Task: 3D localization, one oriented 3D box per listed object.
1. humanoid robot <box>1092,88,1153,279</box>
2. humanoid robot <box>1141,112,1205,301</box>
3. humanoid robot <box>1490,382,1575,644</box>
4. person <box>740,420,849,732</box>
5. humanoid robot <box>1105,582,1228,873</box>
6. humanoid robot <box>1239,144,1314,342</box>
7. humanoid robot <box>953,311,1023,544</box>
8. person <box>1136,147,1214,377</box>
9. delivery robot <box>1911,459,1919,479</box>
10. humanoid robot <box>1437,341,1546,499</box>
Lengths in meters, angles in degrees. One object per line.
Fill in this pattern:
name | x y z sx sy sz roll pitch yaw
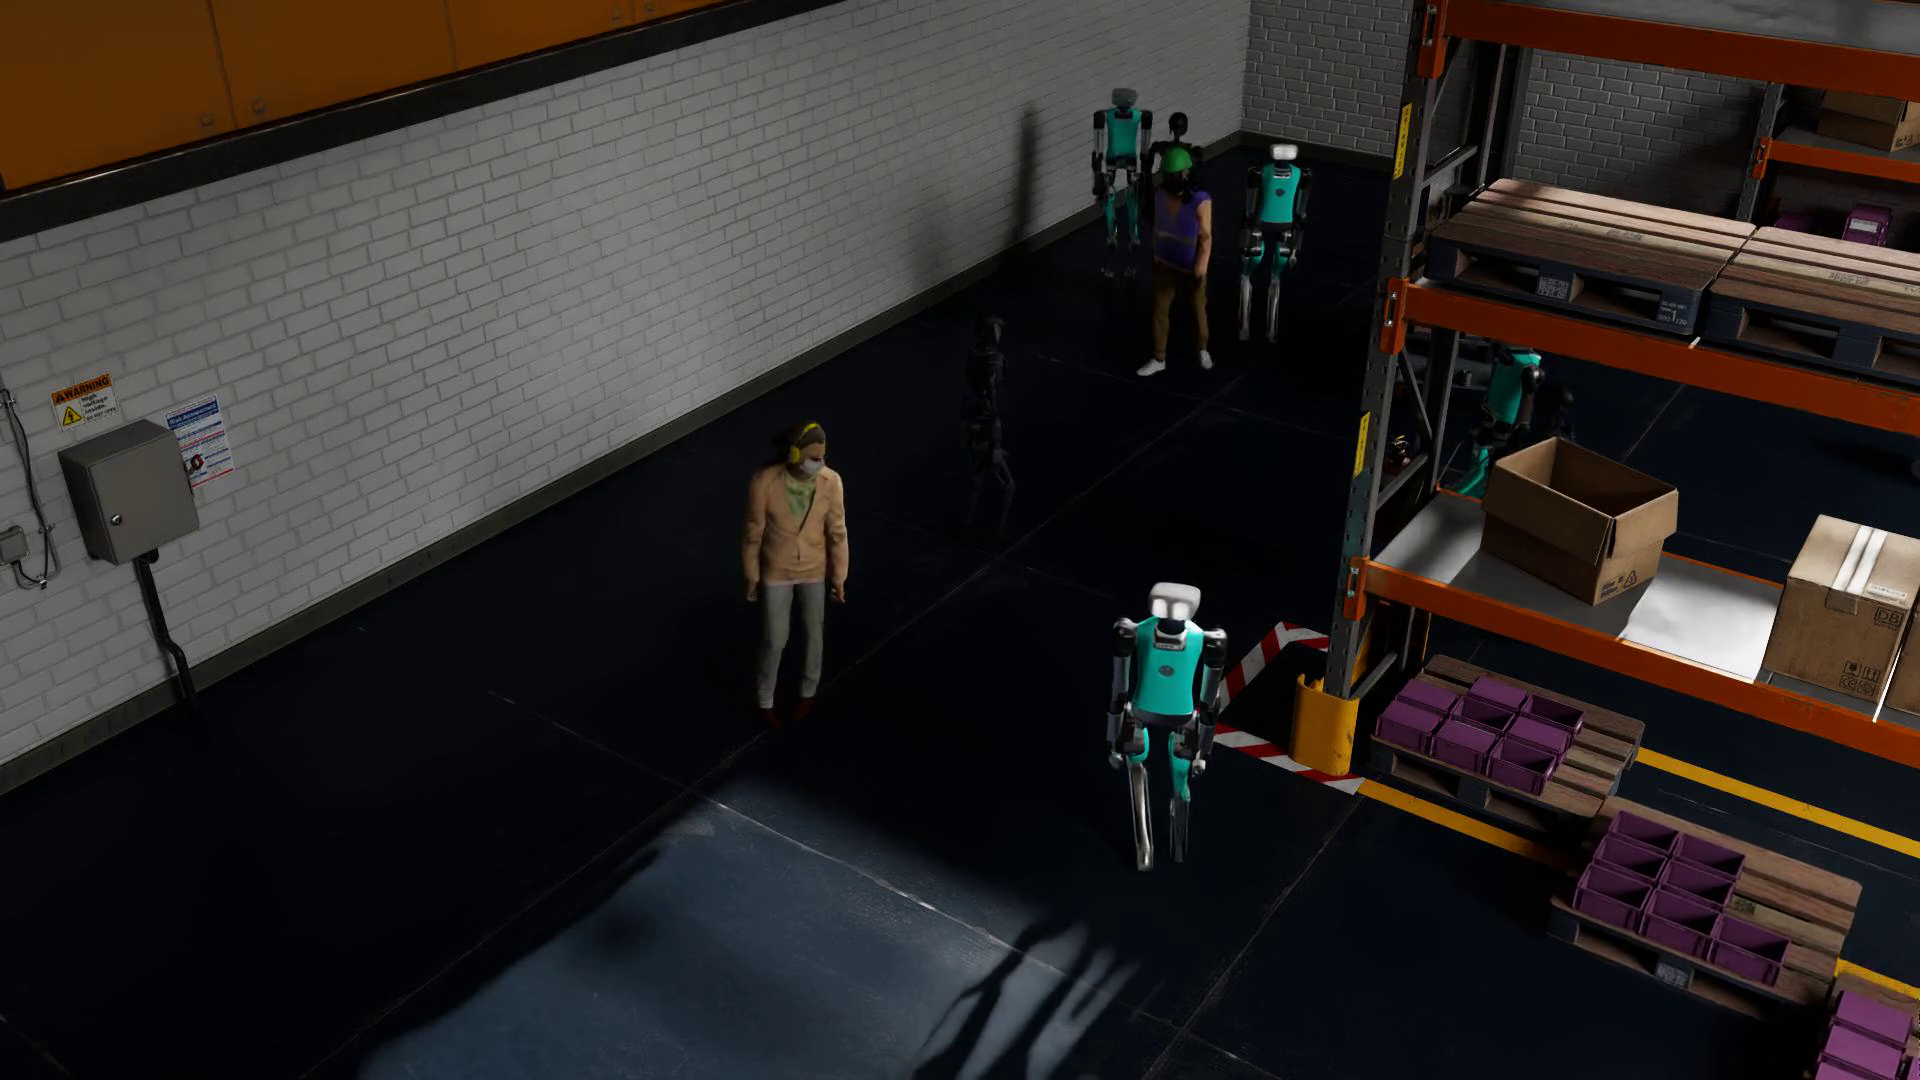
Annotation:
humanoid robot | 1.445 -3.130 14.867 0.533 1.677 0.735 1 30 1
humanoid robot | 1.880 -2.944 14.762 0.584 1.676 0.402 11 32 18
humanoid robot | 3.443 -0.161 9.913 0.352 1.651 0.592 16 34 26
person | -0.906 0.188 9.146 0.595 1.865 0.445 -10 31 -16
humanoid robot | 0.975 0.931 8.064 0.541 1.893 0.728 5 30 8
humanoid robot | 2.578 -2.498 13.895 0.545 1.775 0.690 1 30 2
humanoid robot | 0.181 -0.740 10.922 0.449 1.646 0.584 -5 30 -8
person | 1.787 -2.235 13.309 0.555 1.888 0.694 21 36 32
delivery robot | 7.251 -0.583 11.783 0.499 0.613 0.797 -23 37 -34
humanoid robot | 3.190 -0.476 10.436 0.664 1.833 0.542 -4 30 -7
